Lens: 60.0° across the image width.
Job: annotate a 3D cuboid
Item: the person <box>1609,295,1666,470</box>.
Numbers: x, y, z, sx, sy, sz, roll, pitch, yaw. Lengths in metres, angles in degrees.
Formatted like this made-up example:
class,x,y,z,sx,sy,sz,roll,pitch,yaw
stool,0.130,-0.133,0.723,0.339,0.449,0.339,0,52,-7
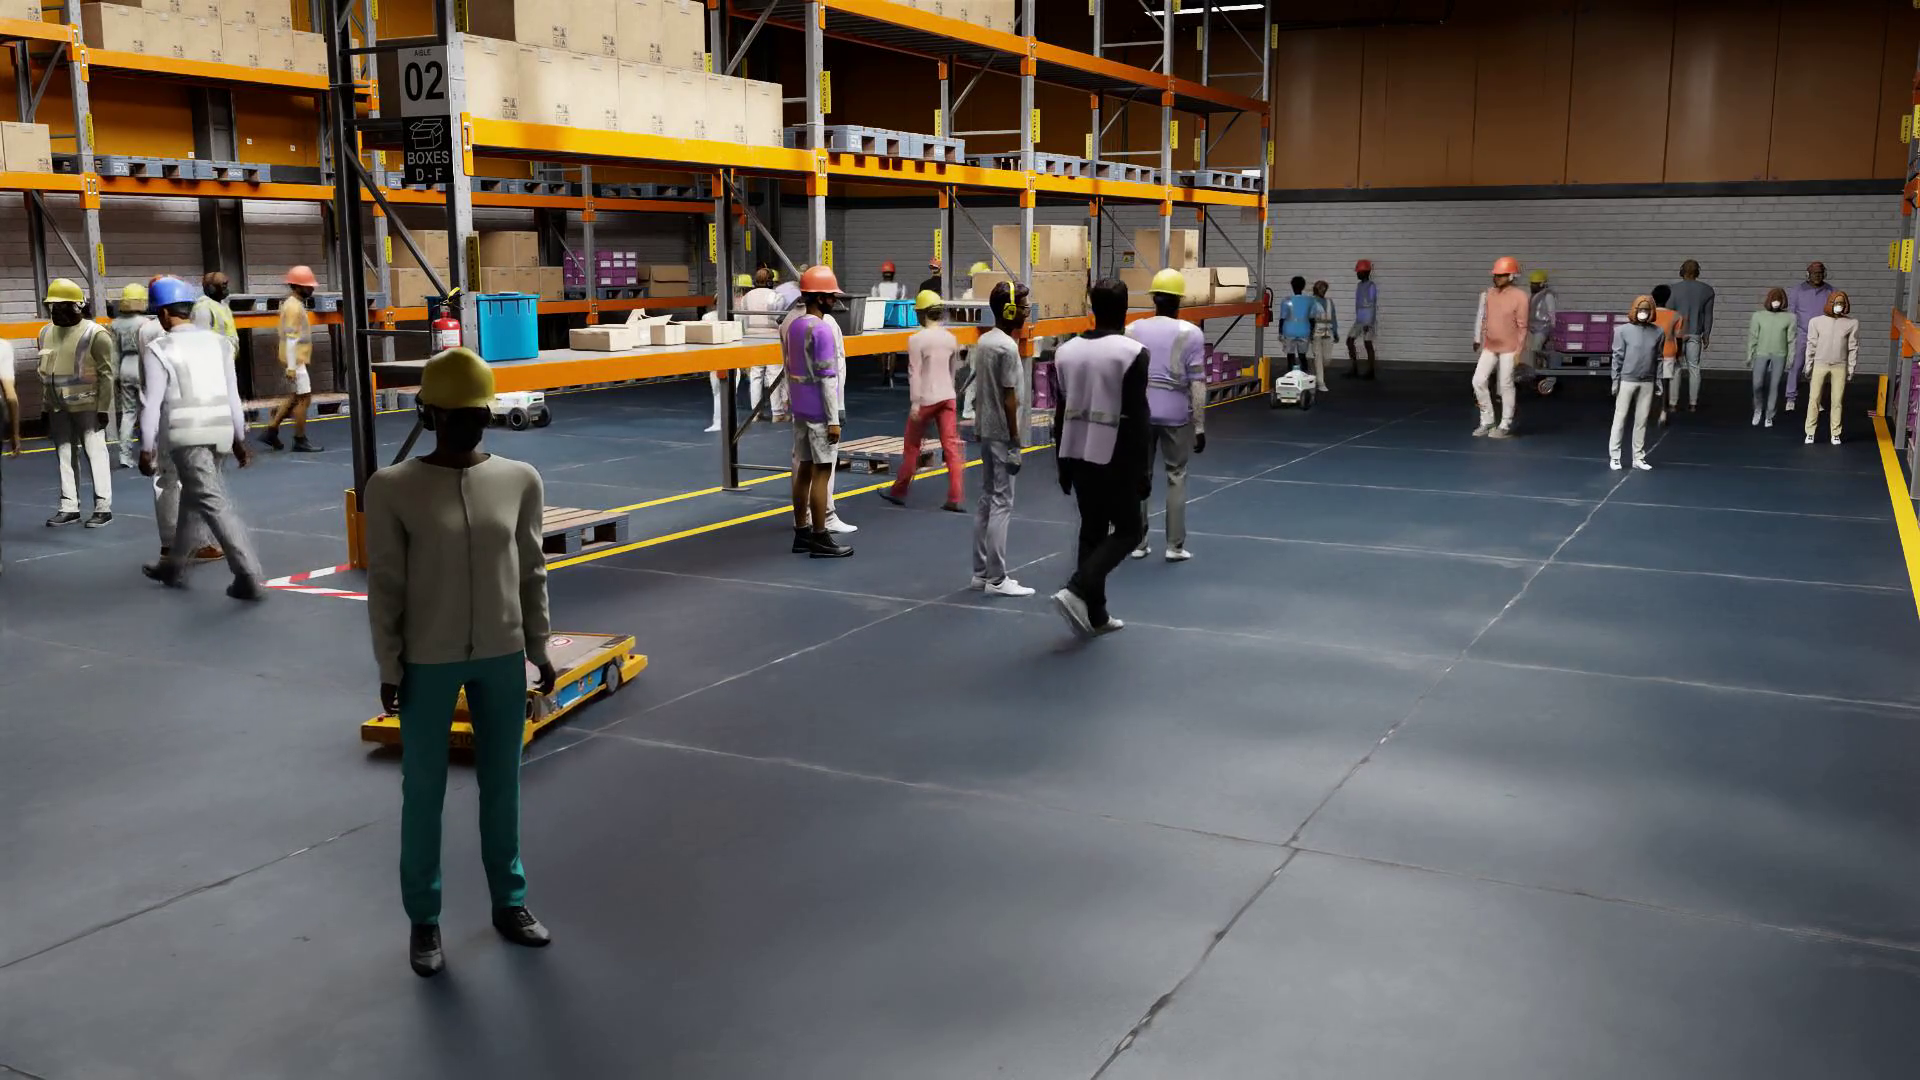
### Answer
class,x,y,z,sx,sy,sz,roll,pitch,yaw
person,6.323,-1.462,15.519,0.502,1.631,0.286,-1,10,-3

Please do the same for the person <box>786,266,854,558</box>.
class,x,y,z,sx,sy,sz,roll,pitch,yaw
person,-0.938,-0.849,11.086,0.360,1.936,0.552,-6,11,-31

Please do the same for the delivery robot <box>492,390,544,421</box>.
class,x,y,z,sx,sy,sz,roll,pitch,yaw
delivery robot,-5.156,-1.600,19.165,0.707,0.478,0.477,4,11,22

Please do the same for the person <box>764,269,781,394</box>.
class,x,y,z,sx,sy,sz,roll,pitch,yaw
person,-2.670,-3.036,24.165,0.588,1.799,0.880,0,10,1

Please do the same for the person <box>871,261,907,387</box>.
class,x,y,z,sx,sy,sz,roll,pitch,yaw
person,-1.060,-3.302,25.431,0.557,1.887,0.948,1,10,7

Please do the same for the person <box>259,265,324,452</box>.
class,x,y,z,sx,sy,sz,roll,pitch,yaw
person,-6.775,-1.817,16.819,0.678,1.903,0.583,-3,10,-18

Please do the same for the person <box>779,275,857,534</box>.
class,x,y,z,sx,sy,sz,roll,pitch,yaw
person,-1.021,-0.999,12.044,0.411,1.909,0.643,-8,13,-38

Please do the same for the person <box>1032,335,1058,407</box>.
class,x,y,z,sx,sy,sz,roll,pitch,yaw
person,1.004,-2.766,22.009,0.650,1.994,1.007,5,11,28

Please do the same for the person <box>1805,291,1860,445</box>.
class,x,y,z,sx,sy,sz,roll,pitch,yaw
person,9.209,-1.817,17.596,0.496,1.629,0.277,4,10,21

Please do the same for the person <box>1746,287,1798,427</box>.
class,x,y,z,sx,sy,sz,roll,pitch,yaw
person,9.414,-2.112,19.290,0.522,1.618,0.425,5,11,26

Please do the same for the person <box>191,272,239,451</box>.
class,x,y,z,sx,sy,sz,roll,pitch,yaw
person,-7.592,-1.814,16.993,0.431,1.832,0.640,-1,10,-7

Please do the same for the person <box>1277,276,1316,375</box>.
class,x,y,z,sx,sy,sz,roll,pitch,yaw
person,4.922,-3.015,24.362,0.538,1.676,0.365,-2,10,-9

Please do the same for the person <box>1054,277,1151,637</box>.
class,x,y,z,sx,sy,sz,roll,pitch,yaw
person,0.693,-0.406,8.634,0.541,1.899,0.593,-9,13,-43

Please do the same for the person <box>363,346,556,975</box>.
class,x,y,z,sx,sy,sz,roll,pitch,yaw
person,-1.408,0.334,4.744,0.523,1.767,0.318,-7,12,-35

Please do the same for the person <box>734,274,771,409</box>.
class,x,y,z,sx,sy,sz,roll,pitch,yaw
person,-2.759,-2.561,21.565,0.774,1.734,0.542,-6,12,-32

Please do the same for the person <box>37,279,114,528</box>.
class,x,y,z,sx,sy,sz,roll,pitch,yaw
person,-6.539,-1.001,12.272,0.588,1.833,0.404,2,10,10

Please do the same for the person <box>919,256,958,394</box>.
class,x,y,z,sx,sy,sz,roll,pitch,yaw
person,-0.302,-3.016,23.466,0.610,1.996,0.386,8,13,38

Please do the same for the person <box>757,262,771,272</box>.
class,x,y,z,sx,sy,sz,roll,pitch,yaw
person,-3.225,-3.662,27.572,0.313,1.869,0.538,-6,11,-30

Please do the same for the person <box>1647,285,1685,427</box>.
class,x,y,z,sx,sy,sz,roll,pitch,yaw
person,8.206,-2.165,19.524,0.541,1.657,0.874,3,10,15

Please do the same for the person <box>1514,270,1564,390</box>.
class,x,y,z,sx,sy,sz,roll,pitch,yaw
person,8.522,-3.081,24.501,0.938,1.769,0.620,0,10,1

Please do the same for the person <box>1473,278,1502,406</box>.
class,x,y,z,sx,sy,sz,roll,pitch,yaw
person,7.104,-2.684,22.034,0.714,1.846,0.506,-5,11,-27

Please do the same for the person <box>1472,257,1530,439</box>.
class,x,y,z,sx,sy,sz,roll,pitch,yaw
person,5.838,-2.071,18.037,0.567,1.975,0.655,-6,11,-31

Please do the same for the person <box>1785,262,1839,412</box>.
class,x,y,z,sx,sy,sz,roll,pitch,yaw
person,10.873,-2.588,21.247,0.651,1.906,0.409,2,10,11

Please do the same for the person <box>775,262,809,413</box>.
class,x,y,z,sx,sy,sz,roll,pitch,yaw
person,-2.064,-2.533,20.940,0.711,1.900,0.452,-3,10,-19

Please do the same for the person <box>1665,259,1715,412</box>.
class,x,y,z,sx,sy,sz,roll,pitch,yaw
person,9.251,-2.598,21.207,0.638,1.938,0.356,0,10,1

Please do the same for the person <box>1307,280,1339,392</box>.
class,x,y,z,sx,sy,sz,roll,pitch,yaw
person,5.294,-3.000,24.442,0.535,1.617,0.642,-5,11,-26

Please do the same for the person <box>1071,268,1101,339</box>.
class,x,y,z,sx,sy,sz,roll,pitch,yaw
person,1.820,-2.842,22.948,0.622,1.835,0.430,-1,10,-3

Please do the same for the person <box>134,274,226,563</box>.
class,x,y,z,sx,sy,sz,roll,pitch,yaw
person,-5.110,-0.786,10.883,0.576,1.884,0.355,6,11,29

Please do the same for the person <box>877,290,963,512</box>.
class,x,y,z,sx,sy,sz,roll,pitch,yaw
person,-0.283,-1.095,13.127,0.538,1.727,0.846,-8,13,-40

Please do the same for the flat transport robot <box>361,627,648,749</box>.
class,x,y,z,sx,sy,sz,roll,pitch,yaw
flat transport robot,-1.967,0.626,7.364,0.652,0.197,1.431,2,10,12

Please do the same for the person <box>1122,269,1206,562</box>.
class,x,y,z,sx,sy,sz,roll,pitch,yaw
person,1.342,-0.812,10.961,0.596,1.911,0.440,6,11,30

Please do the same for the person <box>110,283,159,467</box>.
class,x,y,z,sx,sy,sz,roll,pitch,yaw
person,-7.759,-1.547,15.716,0.491,1.749,0.352,2,10,13

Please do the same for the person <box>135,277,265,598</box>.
class,x,y,z,sx,sy,sz,roll,pitch,yaw
person,-4.526,-0.596,9.795,1.046,1.879,0.617,4,11,21

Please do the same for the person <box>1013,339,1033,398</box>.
class,x,y,z,sx,sy,sz,roll,pitch,yaw
person,0.818,-2.990,23.218,0.609,2.035,0.408,0,10,3

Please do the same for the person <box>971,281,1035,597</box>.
class,x,y,z,sx,sy,sz,roll,pitch,yaw
person,0.248,-0.590,9.824,0.312,1.861,0.511,-4,10,-20

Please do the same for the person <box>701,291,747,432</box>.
class,x,y,z,sx,sy,sz,roll,pitch,yaw
person,-2.695,-1.985,18.577,0.598,1.618,0.546,3,10,15

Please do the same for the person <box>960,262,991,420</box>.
class,x,y,z,sx,sy,sz,roll,pitch,yaw
person,0.325,-2.377,20.021,0.672,1.901,0.609,3,10,16

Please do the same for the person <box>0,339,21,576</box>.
class,x,y,z,sx,sy,sz,roll,pitch,yaw
person,-6.303,-0.693,10.596,0.510,1.793,0.938,-9,14,-43

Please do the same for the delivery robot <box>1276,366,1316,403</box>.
class,x,y,z,sx,sy,sz,roll,pitch,yaw
delivery robot,4.365,-2.023,21.603,0.477,0.478,0.707,5,12,29

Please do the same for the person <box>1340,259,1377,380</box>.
class,x,y,z,sx,sy,sz,roll,pitch,yaw
person,6.350,-3.497,26.481,0.702,1.910,0.586,-2,10,-12

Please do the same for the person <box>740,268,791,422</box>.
class,x,y,z,sx,sy,sz,roll,pitch,yaw
person,-2.306,-2.327,19.919,0.625,1.846,0.429,5,11,26

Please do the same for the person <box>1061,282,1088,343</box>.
class,x,y,z,sx,sy,sz,roll,pitch,yaw
person,1.713,-3.081,24.093,0.534,1.913,0.668,-6,12,-33
